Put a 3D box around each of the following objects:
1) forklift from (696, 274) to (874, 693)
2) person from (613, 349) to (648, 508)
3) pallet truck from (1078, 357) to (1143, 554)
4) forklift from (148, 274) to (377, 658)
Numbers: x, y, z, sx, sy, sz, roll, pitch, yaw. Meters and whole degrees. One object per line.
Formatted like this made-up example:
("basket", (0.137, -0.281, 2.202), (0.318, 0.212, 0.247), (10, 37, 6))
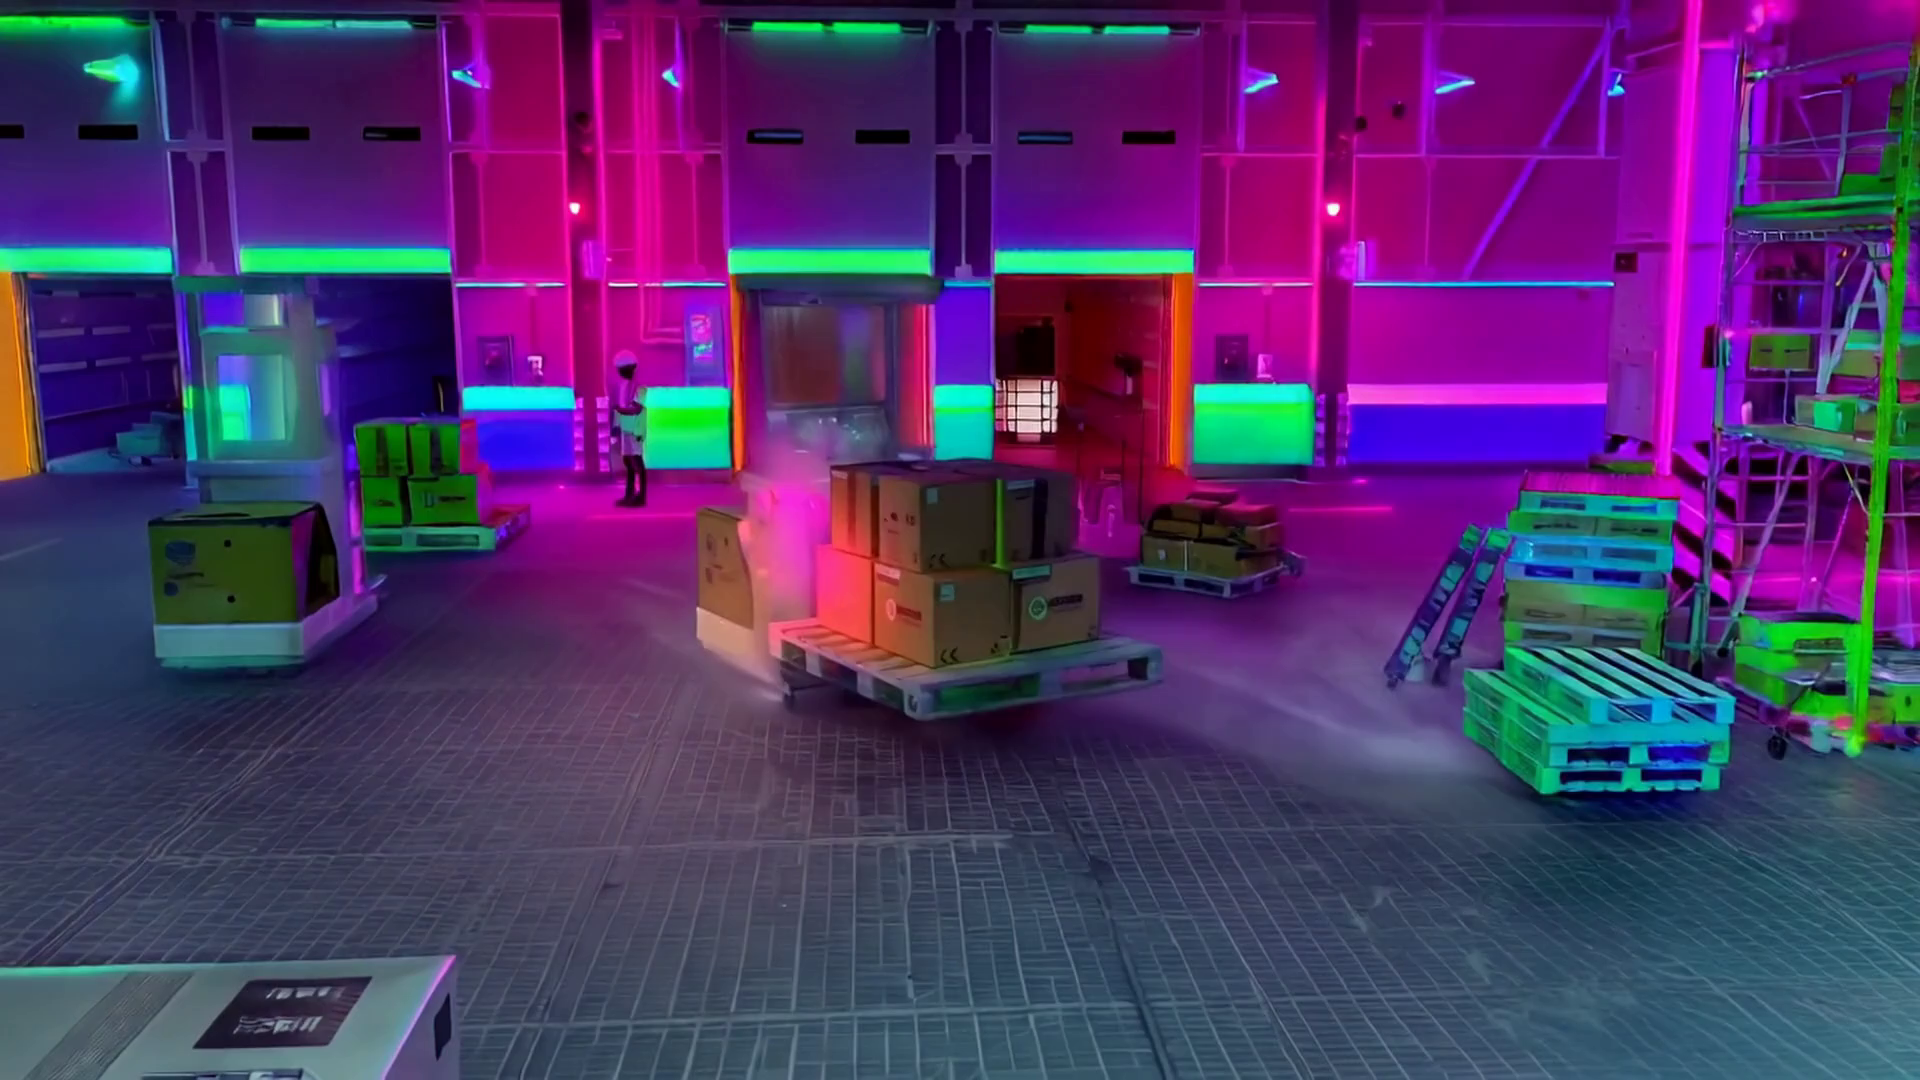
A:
("forklift", (-1.094, -0.506, 11.925), (1.129, 2.768, 1.873), (-6, 11, -31))
("person", (-4.024, -1.358, 20.259), (0.385, 1.929, 0.544), (-8, 12, -41))
("pallet truck", (2.088, -0.836, 16.757), (1.885, 1.965, 0.823), (2, 9, 13))
("forklift", (-5.348, -0.627, 12.681), (1.129, 2.768, 1.873), (-1, 9, -4))
